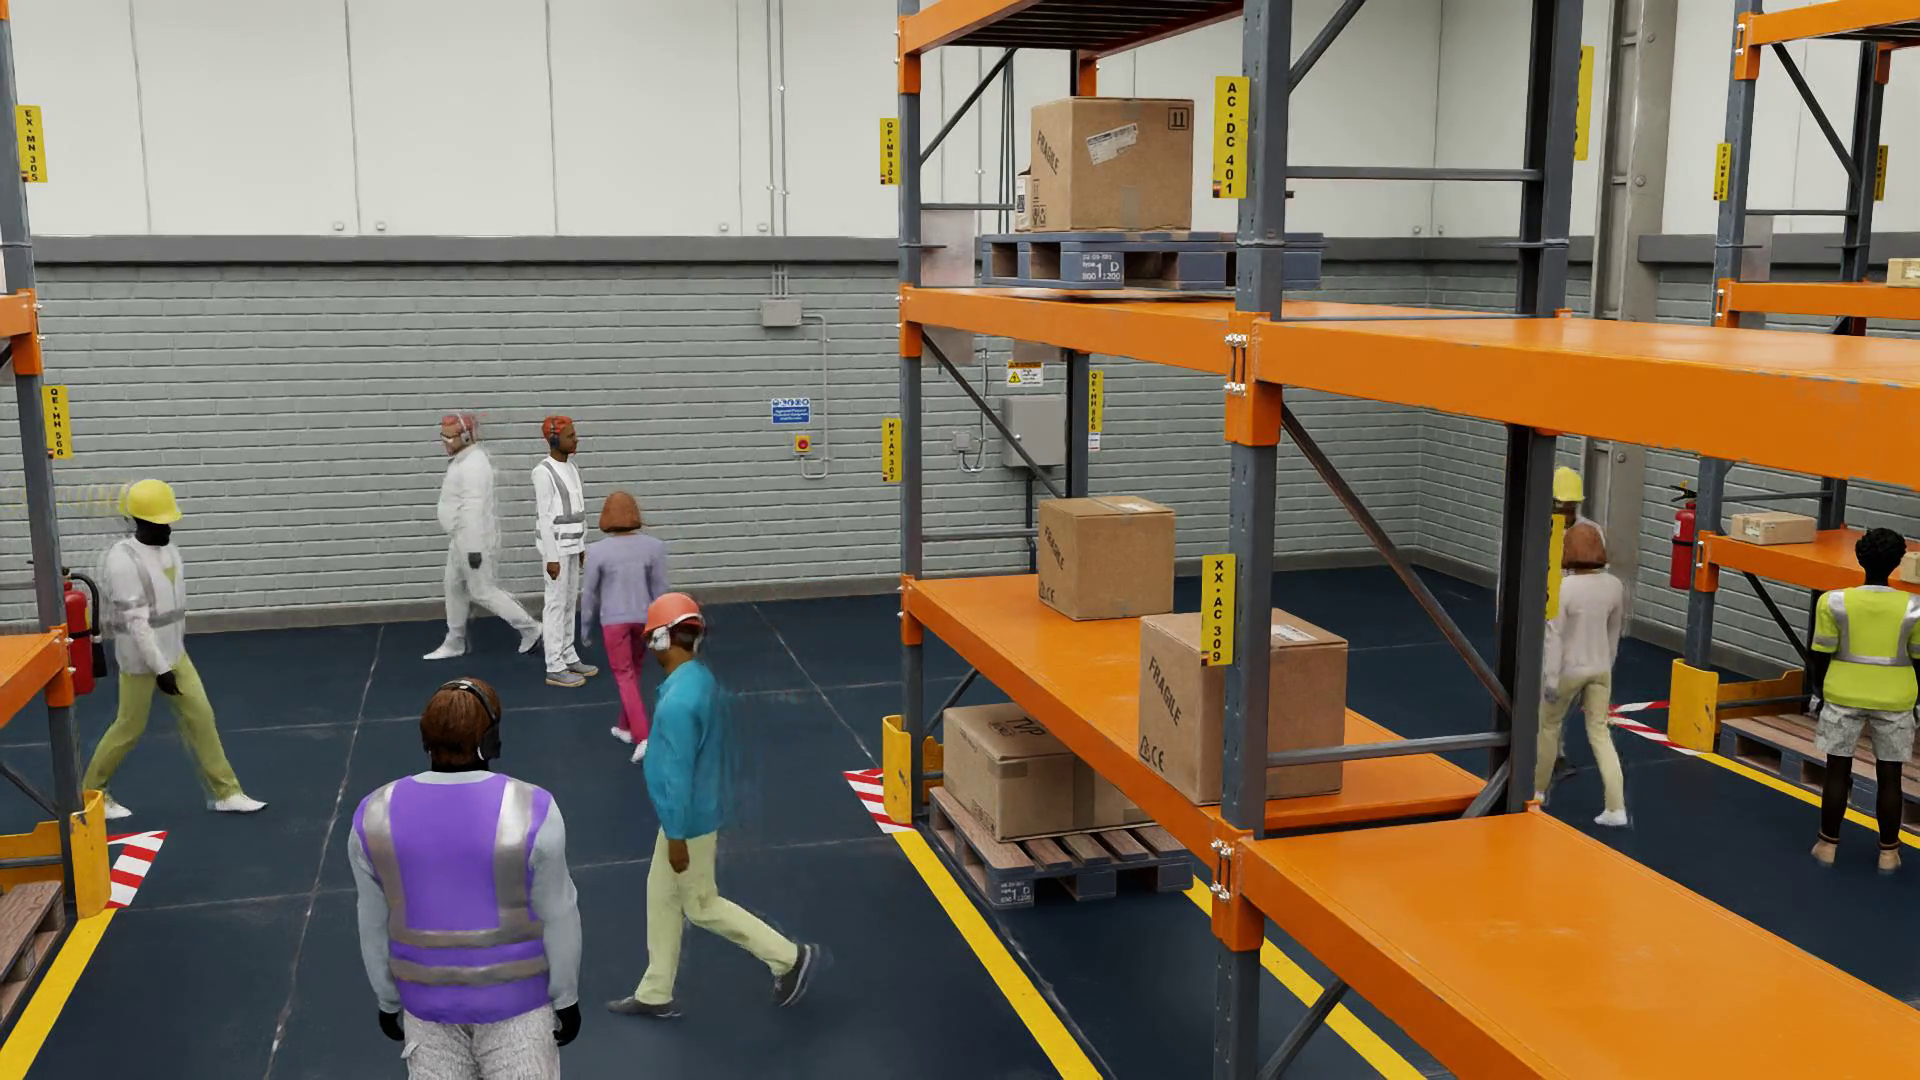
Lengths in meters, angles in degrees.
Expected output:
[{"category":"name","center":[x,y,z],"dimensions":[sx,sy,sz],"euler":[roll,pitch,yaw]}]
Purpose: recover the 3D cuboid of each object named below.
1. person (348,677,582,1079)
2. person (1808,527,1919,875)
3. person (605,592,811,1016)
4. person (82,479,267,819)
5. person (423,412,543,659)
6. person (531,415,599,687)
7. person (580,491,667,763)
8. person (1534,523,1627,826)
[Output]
[{"category":"person","center":[-1.378,1.295,4.761],"dimensions":[0.621,1.845,0.429],"euler":[0,10,2]},{"category":"person","center":[4.417,0.782,8.093],"dimensions":[0.531,1.698,0.320],"euler":[5,11,25]},{"category":"person","center":[-1.004,1.058,6.538],"dimensions":[0.765,1.698,0.587],"euler":[-1,10,-5]},{"category":"person","center":[-4.280,0.593,8.740],"dimensions":[0.961,1.865,0.584],"euler":[1,10,8]},{"category":"person","center":[-3.520,-0.024,12.240],"dimensions":[0.825,1.872,0.688],"euler":[-4,11,-20]},{"category":"person","center":[-2.766,0.071,11.612],"dimensions":[0.355,1.885,0.574],"euler":[1,10,6]},{"category":"person","center":[-1.981,0.506,9.942],"dimensions":[0.506,1.602,0.825],"euler":[-6,12,-32]},{"category":"person","center":[3.307,0.706,8.839],"dimensions":[0.506,1.598,0.799],"euler":[-3,10,-17]}]
